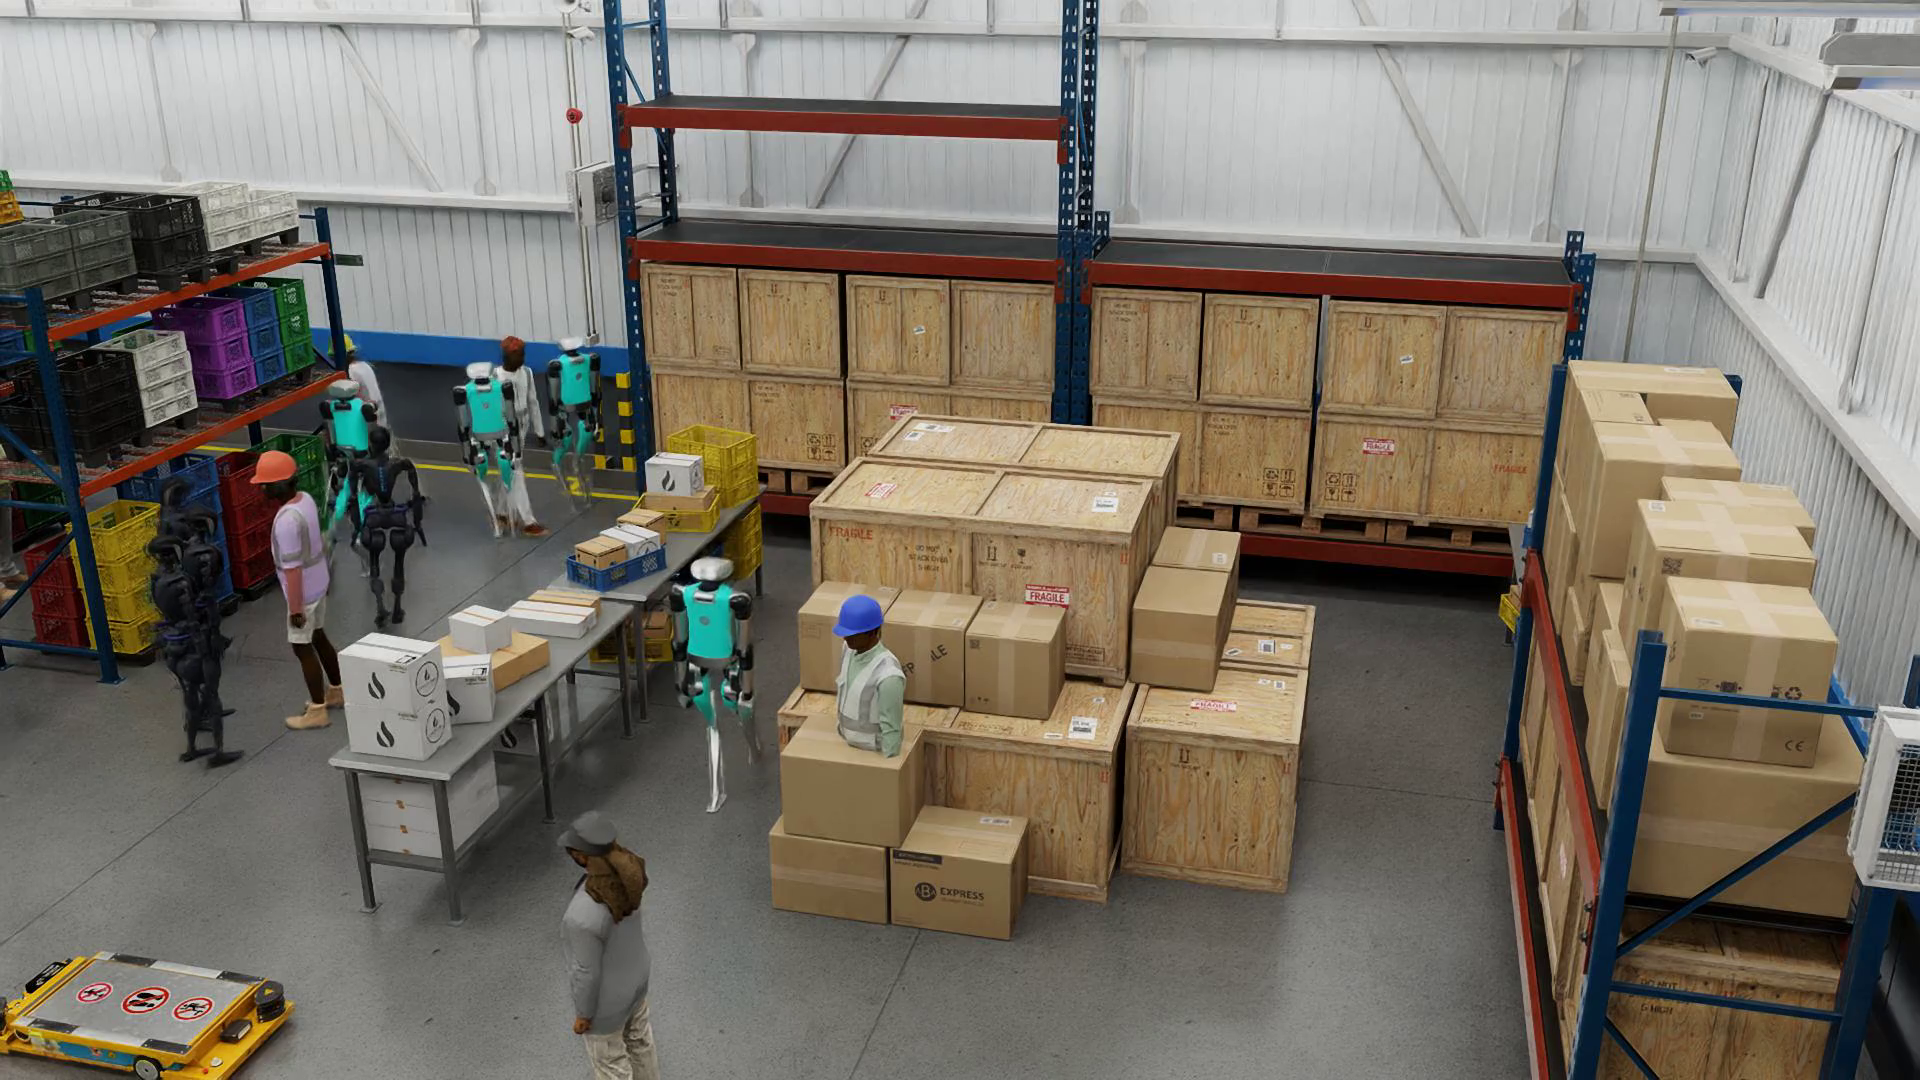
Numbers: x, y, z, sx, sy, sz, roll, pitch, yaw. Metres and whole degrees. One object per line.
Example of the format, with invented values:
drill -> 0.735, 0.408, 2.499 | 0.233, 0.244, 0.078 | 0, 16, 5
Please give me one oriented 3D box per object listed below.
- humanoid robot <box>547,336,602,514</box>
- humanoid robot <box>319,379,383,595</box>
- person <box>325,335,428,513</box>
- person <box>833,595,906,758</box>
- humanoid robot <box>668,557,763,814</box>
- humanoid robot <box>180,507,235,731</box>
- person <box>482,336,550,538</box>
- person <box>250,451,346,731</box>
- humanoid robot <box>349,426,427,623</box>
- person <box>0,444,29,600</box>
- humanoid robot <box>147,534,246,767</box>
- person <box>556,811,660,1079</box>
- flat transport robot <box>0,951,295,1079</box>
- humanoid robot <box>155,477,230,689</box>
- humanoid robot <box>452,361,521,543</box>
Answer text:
humanoid robot -> -3.734, -1.095, 15.864 | 0.540, 1.799, 0.702 | -16, 26, -36
humanoid robot -> -5.282, -0.392, 14.078 | 0.548, 1.808, 0.897 | 6, 22, 15
person -> -5.613, -1.087, 15.810 | 0.950, 1.761, 0.623 | 2, 21, 6
person -> -0.524, 1.203, 9.567 | 0.411, 1.939, 0.602 | -11, 24, -27
humanoid robot -> -1.500, 0.853, 10.820 | 0.555, 1.807, 0.896 | 4, 21, 10
humanoid robot -> -5.348, 0.545, 11.669 | 0.461, 1.635, 0.611 | -13, 24, -30
person -> -4.038, -0.948, 15.306 | 0.888, 1.850, 0.594 | 12, 24, 29
person -> -4.649, 0.341, 11.687 | 0.408, 2.035, 0.612 | -2, 21, -5
humanoid robot -> -4.613, -0.110, 13.369 | 0.586, 1.635, 0.395 | -5, 22, -14
person -> -8.123, -0.409, 13.932 | 0.431, 1.835, 0.622 | -3, 21, -7
humanoid robot -> -5.183, 0.725, 11.170 | 0.593, 1.656, 0.363 | 19, 28, 41
person -> -1.598, 2.035, 7.619 | 0.401, 1.767, 0.571 | 6, 22, 14
flat transport robot -> -4.270, 2.464, 8.601 | 1.431, 0.231, 0.659 | 5, 22, 13
humanoid robot -> -5.683, 0.296, 12.333 | 0.597, 1.647, 0.418 | 16, 26, 36
humanoid robot -> -4.276, -0.787, 15.123 | 0.551, 1.830, 0.711 | -7, 22, -18
